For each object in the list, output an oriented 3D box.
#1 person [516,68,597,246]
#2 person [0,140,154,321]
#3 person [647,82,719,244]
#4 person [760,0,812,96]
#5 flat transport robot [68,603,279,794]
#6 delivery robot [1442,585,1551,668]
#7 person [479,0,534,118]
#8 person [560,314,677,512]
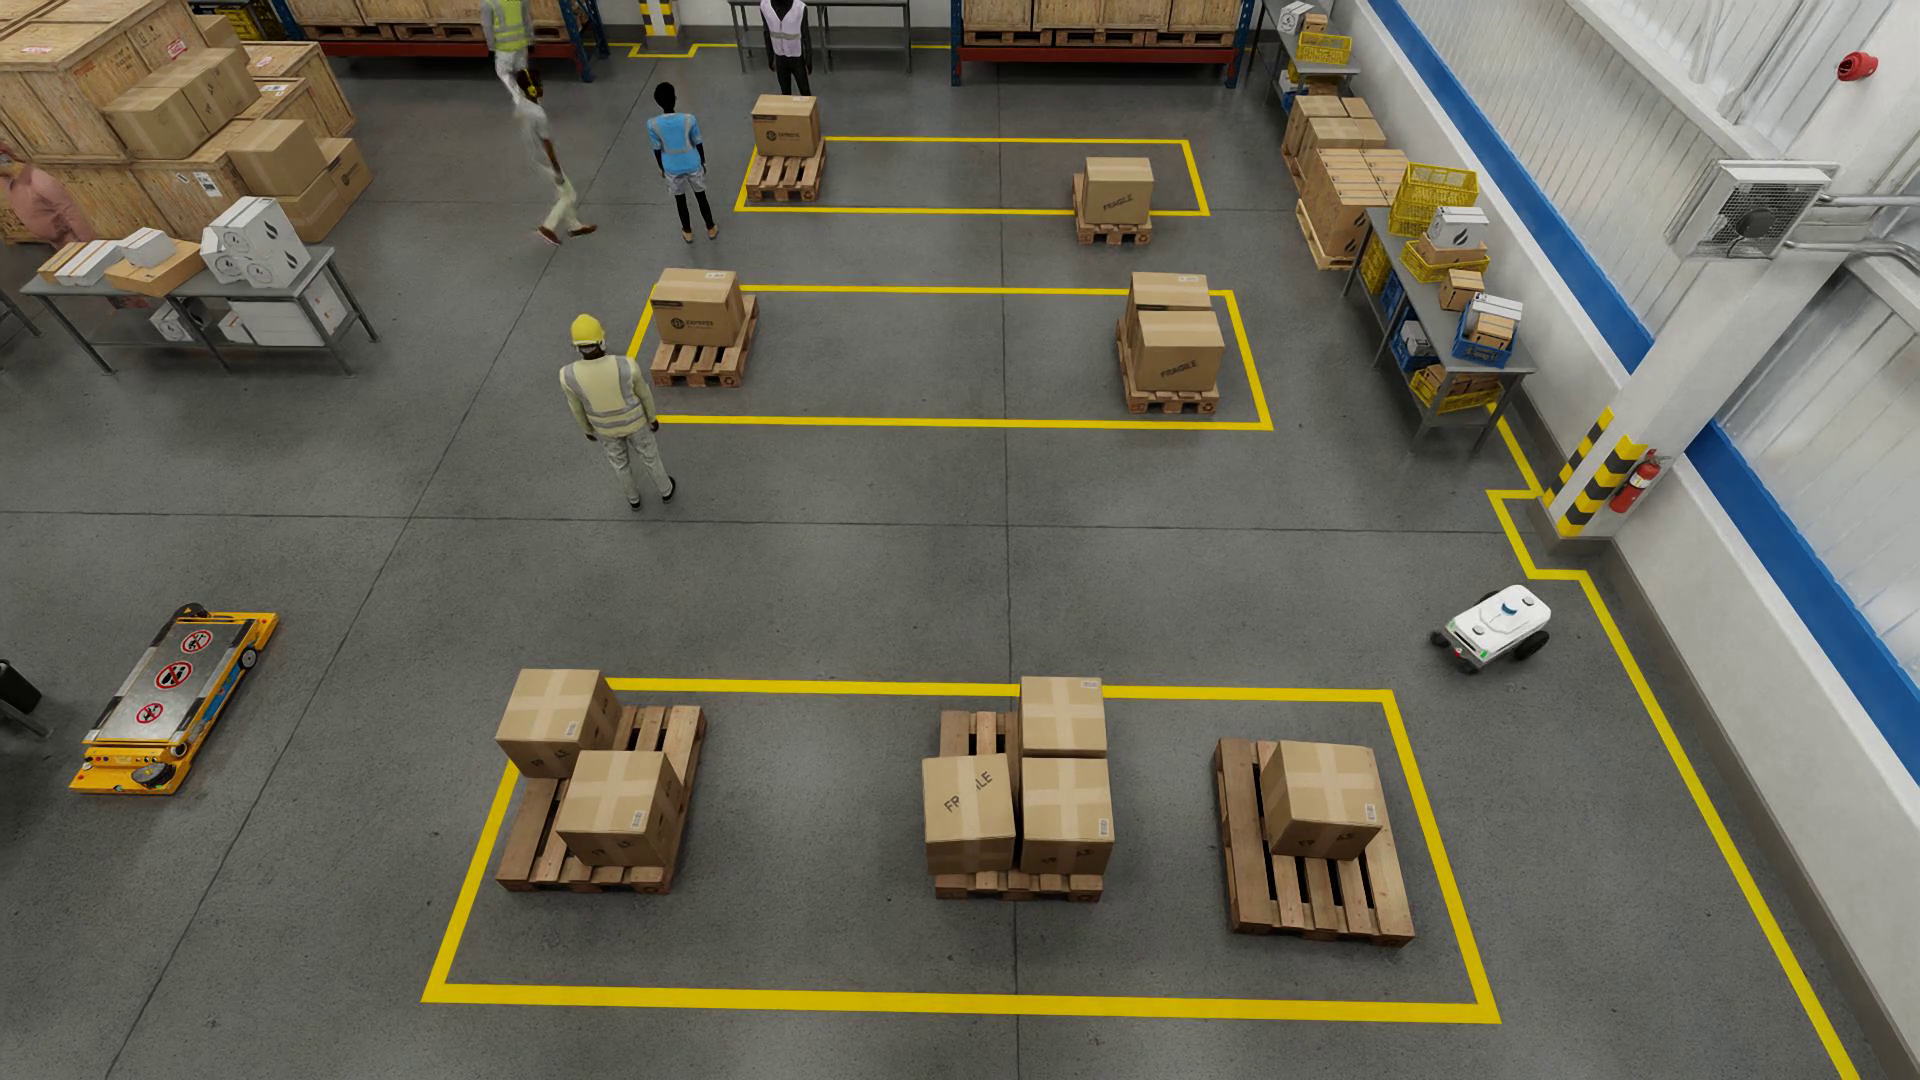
[{"bbox_3d":[-4.412,-4.014,9.727,0.566,1.845,0.523,-32,57,-24],"label":"person"},{"bbox_3d":[-8.495,-2.874,8.718,0.651,1.905,0.403,16,52,13],"label":"person"},{"bbox_3d":[-2.969,-4.006,9.807,0.539,1.698,0.318,-11,51,-9],"label":"person"},{"bbox_3d":[-2.107,-6.013,11.373,0.592,1.910,0.384,8,50,7],"label":"person"},{"bbox_3d":[-5.504,1.072,6.442,0.652,0.197,1.431,1,50,1],"label":"flat transport robot"},{"bbox_3d":[3.862,0.606,6.593,0.707,0.478,0.477,-23,54,-18],"label":"delivery robot"},{"bbox_3d":[-5.730,-6.354,11.736,0.430,1.798,0.676,22,53,18],"label":"person"},{"bbox_3d":[-2.655,-0.944,7.139,0.592,1.821,0.404,-11,51,-9],"label":"person"}]
